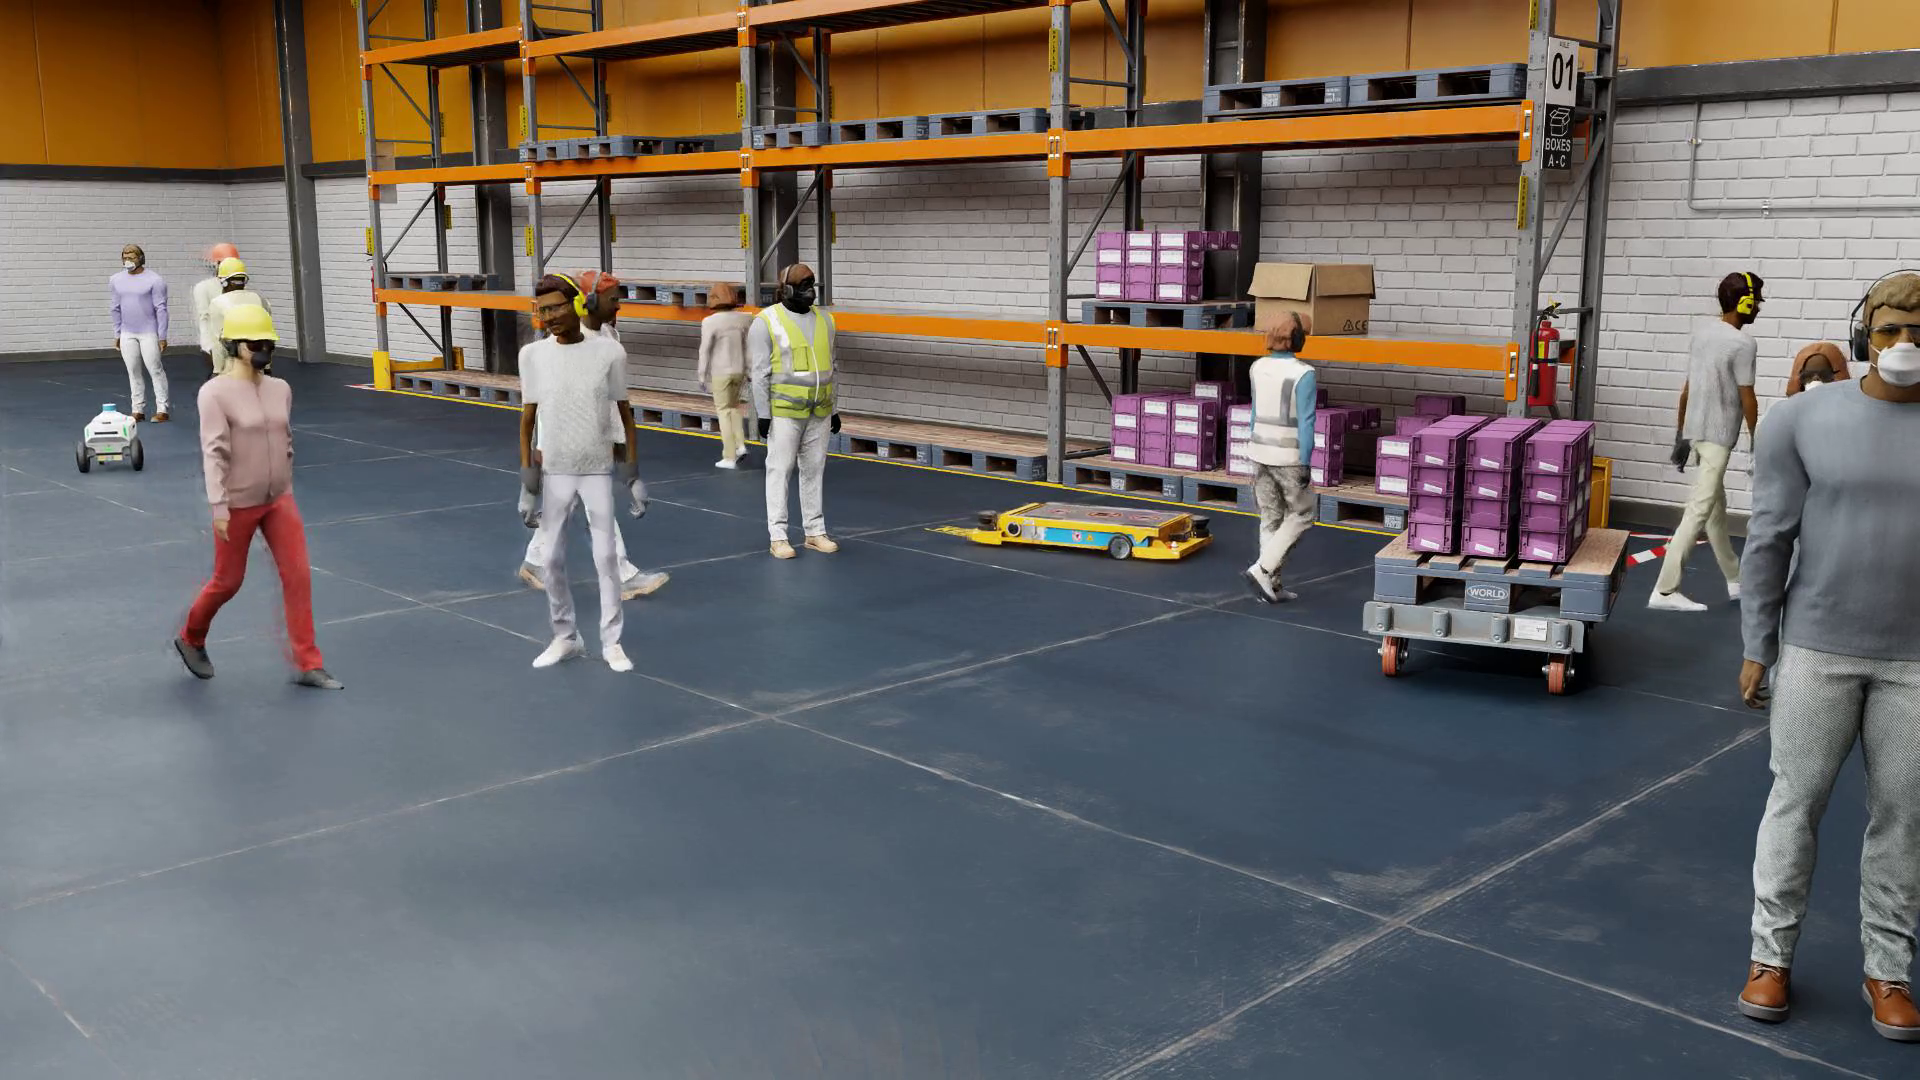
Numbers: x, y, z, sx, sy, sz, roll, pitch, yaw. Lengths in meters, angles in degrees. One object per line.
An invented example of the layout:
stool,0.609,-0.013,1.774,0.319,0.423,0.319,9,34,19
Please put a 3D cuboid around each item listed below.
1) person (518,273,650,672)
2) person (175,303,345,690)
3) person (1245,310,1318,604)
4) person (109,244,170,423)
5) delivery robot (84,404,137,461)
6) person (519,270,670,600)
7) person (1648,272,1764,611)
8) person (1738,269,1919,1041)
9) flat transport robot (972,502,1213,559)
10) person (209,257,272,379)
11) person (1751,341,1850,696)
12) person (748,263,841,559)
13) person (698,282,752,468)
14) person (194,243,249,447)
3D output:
person,-1.748,-0.297,7.726,0.594,1.855,0.369,-1,10,-4
person,-3.200,-0.192,7.435,0.841,1.739,0.530,5,12,26
person,1.723,-0.433,9.041,0.417,1.622,0.525,-6,12,-32
person,-8.843,-2.219,17.967,0.623,1.932,0.368,1,10,7
delivery robot,-7.379,-0.938,14.458,0.477,0.478,0.707,-4,11,-20
person,-2.135,-0.583,9.309,1.012,1.831,0.625,3,11,17
person,4.158,-0.517,8.984,0.869,1.826,0.577,-1,10,-8
person,2.308,0.295,4.217,0.632,1.940,0.372,4,11,21
flat transport robot,0.858,-0.076,10.788,1.431,0.197,0.652,5,12,27
person,-6.250,-1.528,14.443,0.403,1.830,0.601,6,12,28
person,3.554,-0.033,6.927,0.502,1.603,0.795,5,12,27
person,-1.016,-0.814,10.521,0.631,1.846,0.429,-8,13,-38
person,-2.048,-1.430,14.469,0.351,1.617,0.526,10,14,43
person,-6.859,-1.801,15.643,1.034,1.938,0.619,6,12,31
